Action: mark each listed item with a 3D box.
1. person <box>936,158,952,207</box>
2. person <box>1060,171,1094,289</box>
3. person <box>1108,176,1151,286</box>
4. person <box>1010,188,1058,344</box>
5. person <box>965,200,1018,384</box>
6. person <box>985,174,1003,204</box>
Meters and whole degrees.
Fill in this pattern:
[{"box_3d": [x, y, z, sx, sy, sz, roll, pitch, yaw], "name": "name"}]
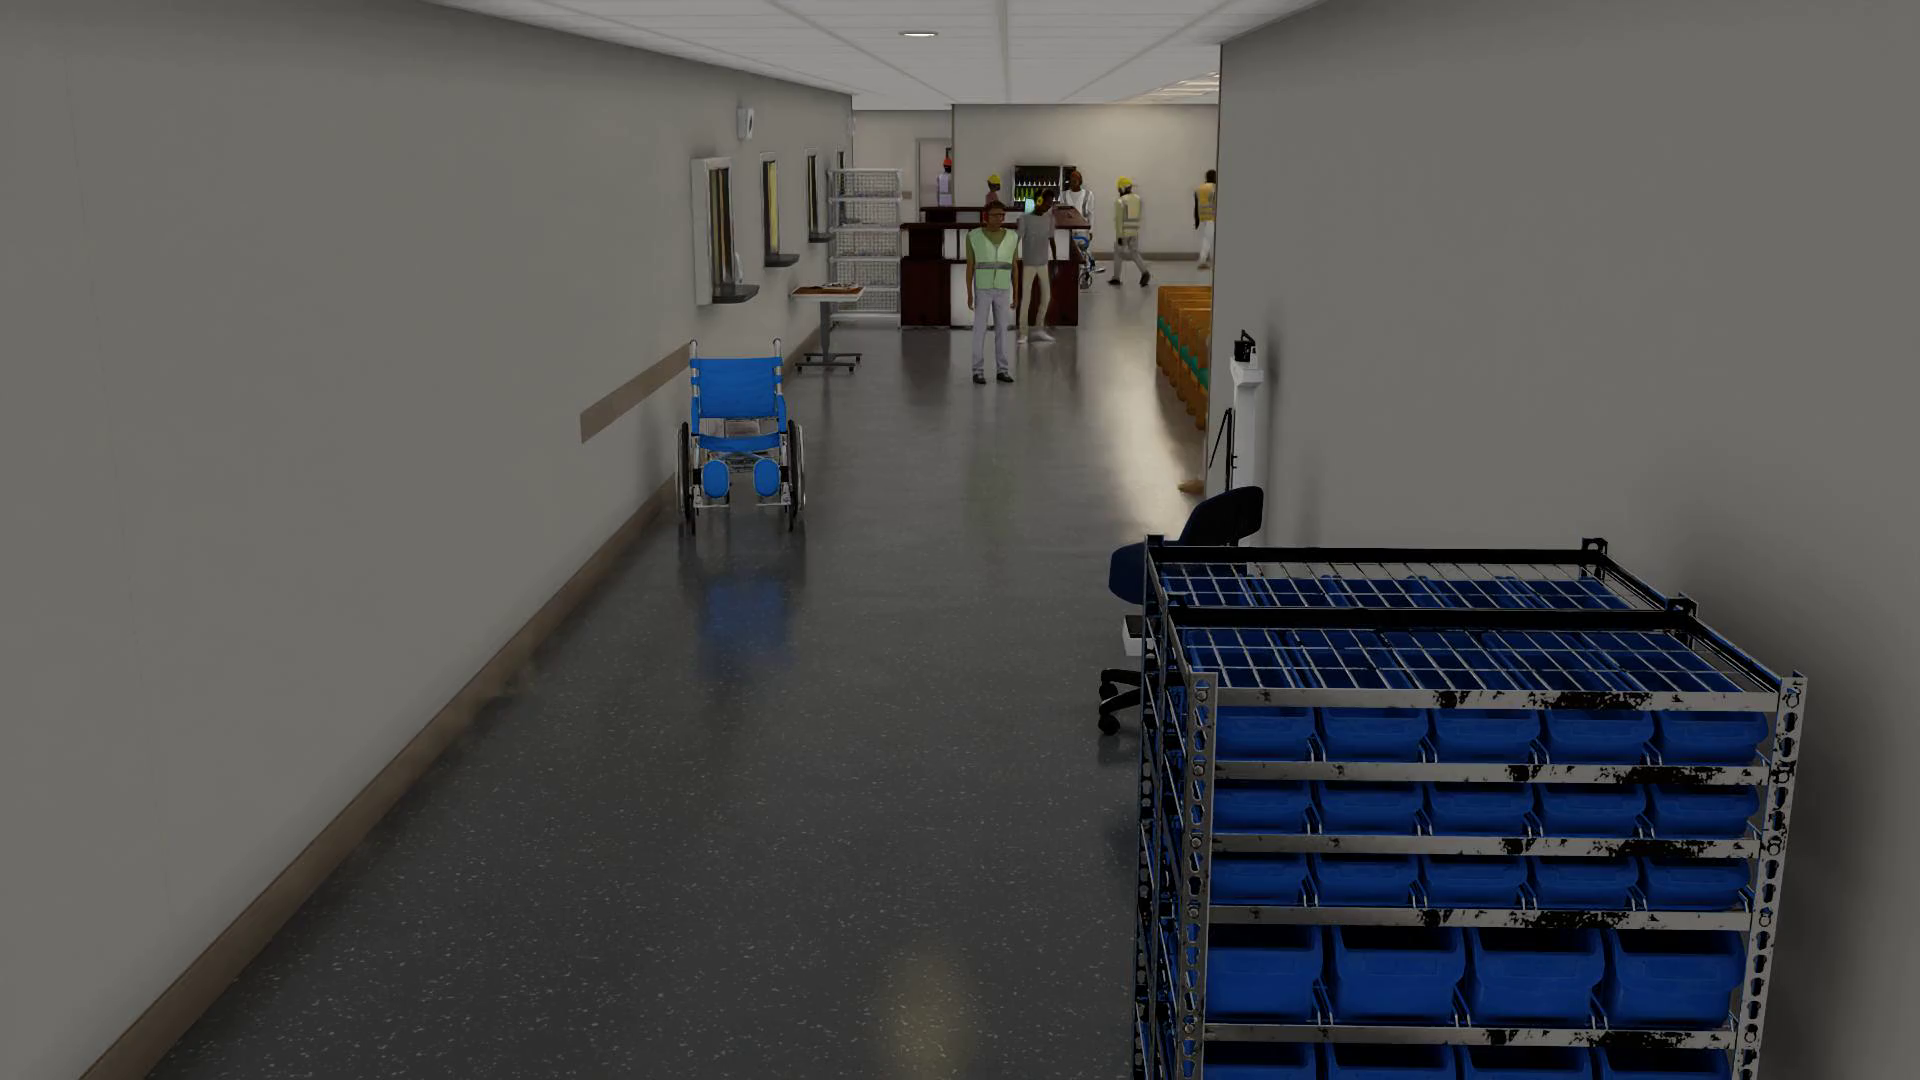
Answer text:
[{"box_3d": [-0.256, -7.326, 36.175, 0.553, 1.934, 0.363, 10, 17, 35], "name": "person"}, {"box_3d": [1.875, -5.007, 26.894, 0.582, 1.879, 0.362, 5, 15, 18], "name": "person"}, {"box_3d": [2.789, -5.053, 27.282, 0.583, 1.789, 0.873, -9, 17, -33], "name": "person"}, {"box_3d": [0.847, -3.276, 19.935, 0.734, 1.853, 0.410, -6, 15, -23], "name": "person"}, {"box_3d": [0.318, -2.508, 16.834, 0.562, 1.837, 0.386, -5, 15, -19], "name": "person"}, {"box_3d": [0.580, -5.503, 29.147, 0.368, 1.774, 0.552, -4, 14, -16], "name": "person"}]
